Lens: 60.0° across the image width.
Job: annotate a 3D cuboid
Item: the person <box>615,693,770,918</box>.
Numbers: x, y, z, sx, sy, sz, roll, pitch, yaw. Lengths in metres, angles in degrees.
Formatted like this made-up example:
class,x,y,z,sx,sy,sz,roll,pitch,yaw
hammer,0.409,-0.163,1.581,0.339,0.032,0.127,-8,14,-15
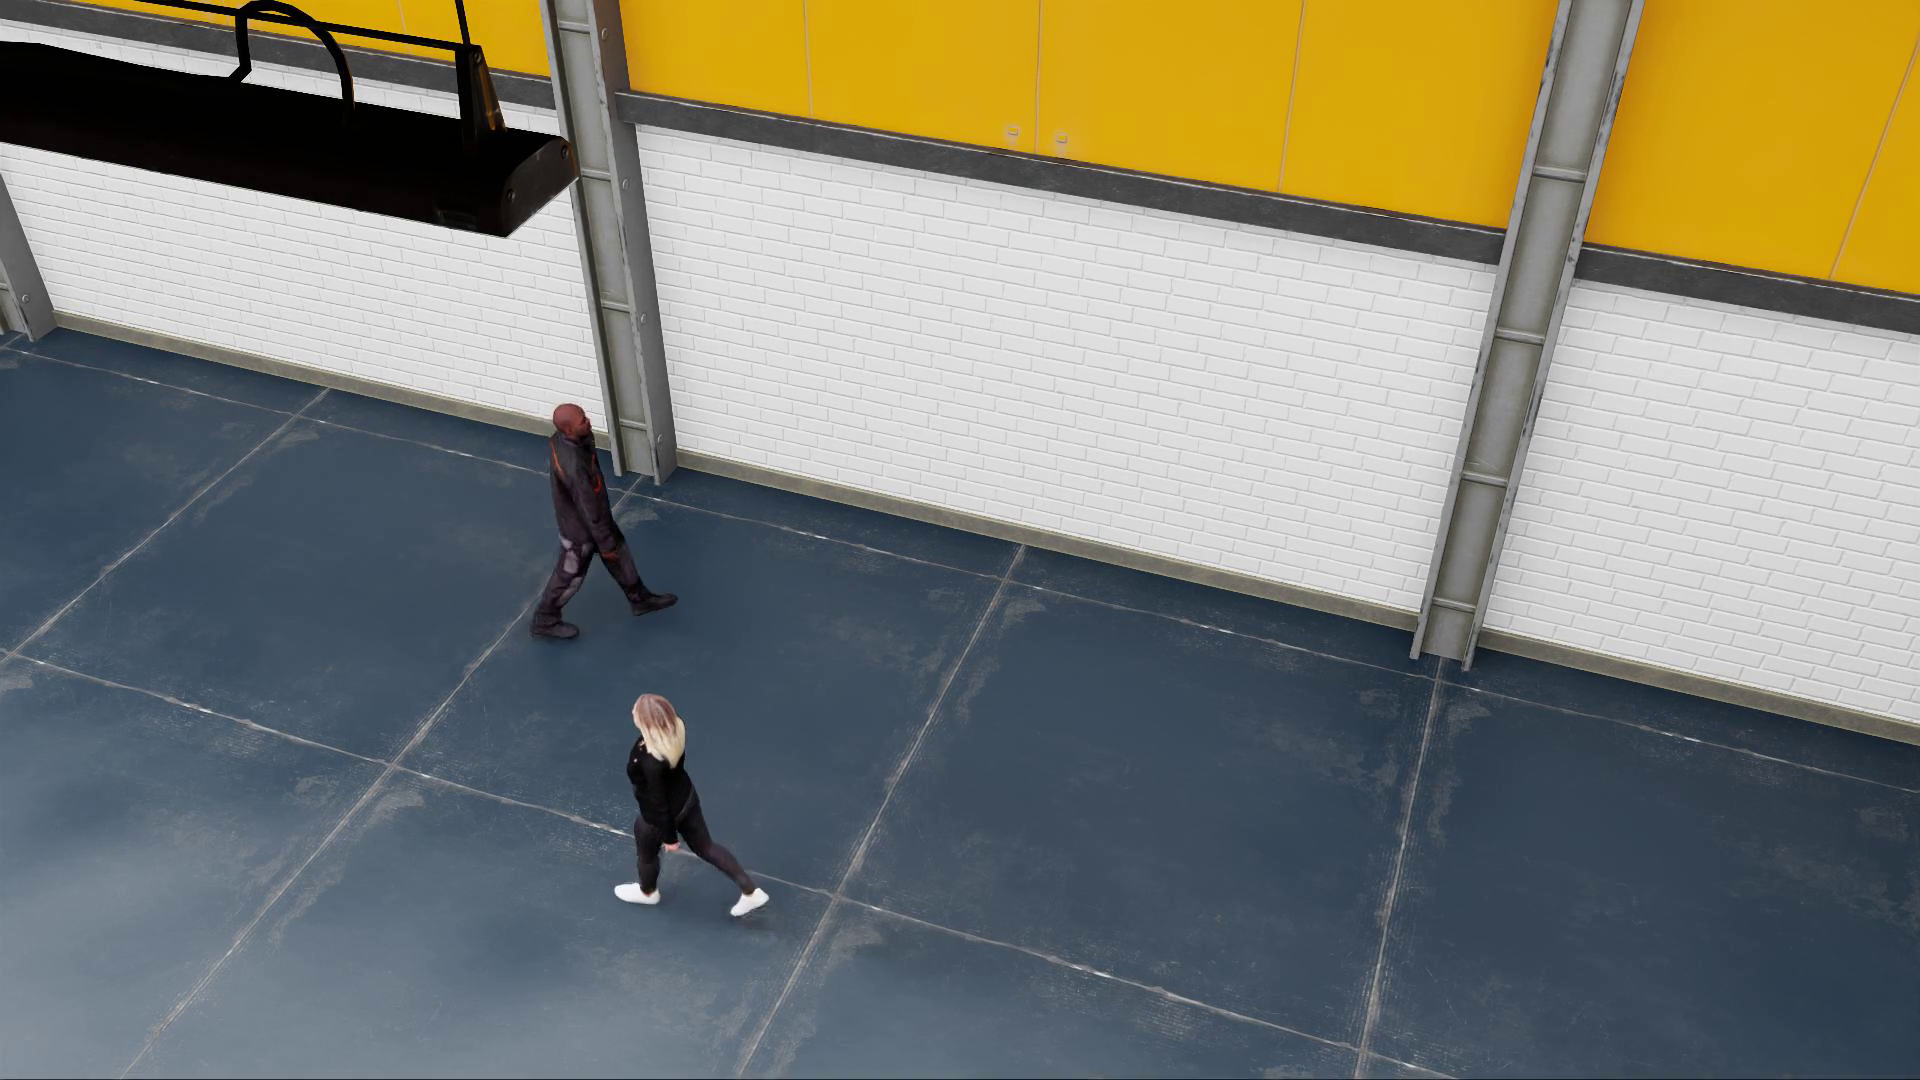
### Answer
class,x,y,z,sx,sy,sz,roll,pitch,yaw
person,-1.462,1.460,8.917,1.167,1.653,0.697,9,39,11

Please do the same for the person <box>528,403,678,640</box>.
class,x,y,z,sx,sy,sz,roll,pitch,yaw
person,-2.538,-0.087,10.747,1.340,1.788,1.165,-9,39,-11
